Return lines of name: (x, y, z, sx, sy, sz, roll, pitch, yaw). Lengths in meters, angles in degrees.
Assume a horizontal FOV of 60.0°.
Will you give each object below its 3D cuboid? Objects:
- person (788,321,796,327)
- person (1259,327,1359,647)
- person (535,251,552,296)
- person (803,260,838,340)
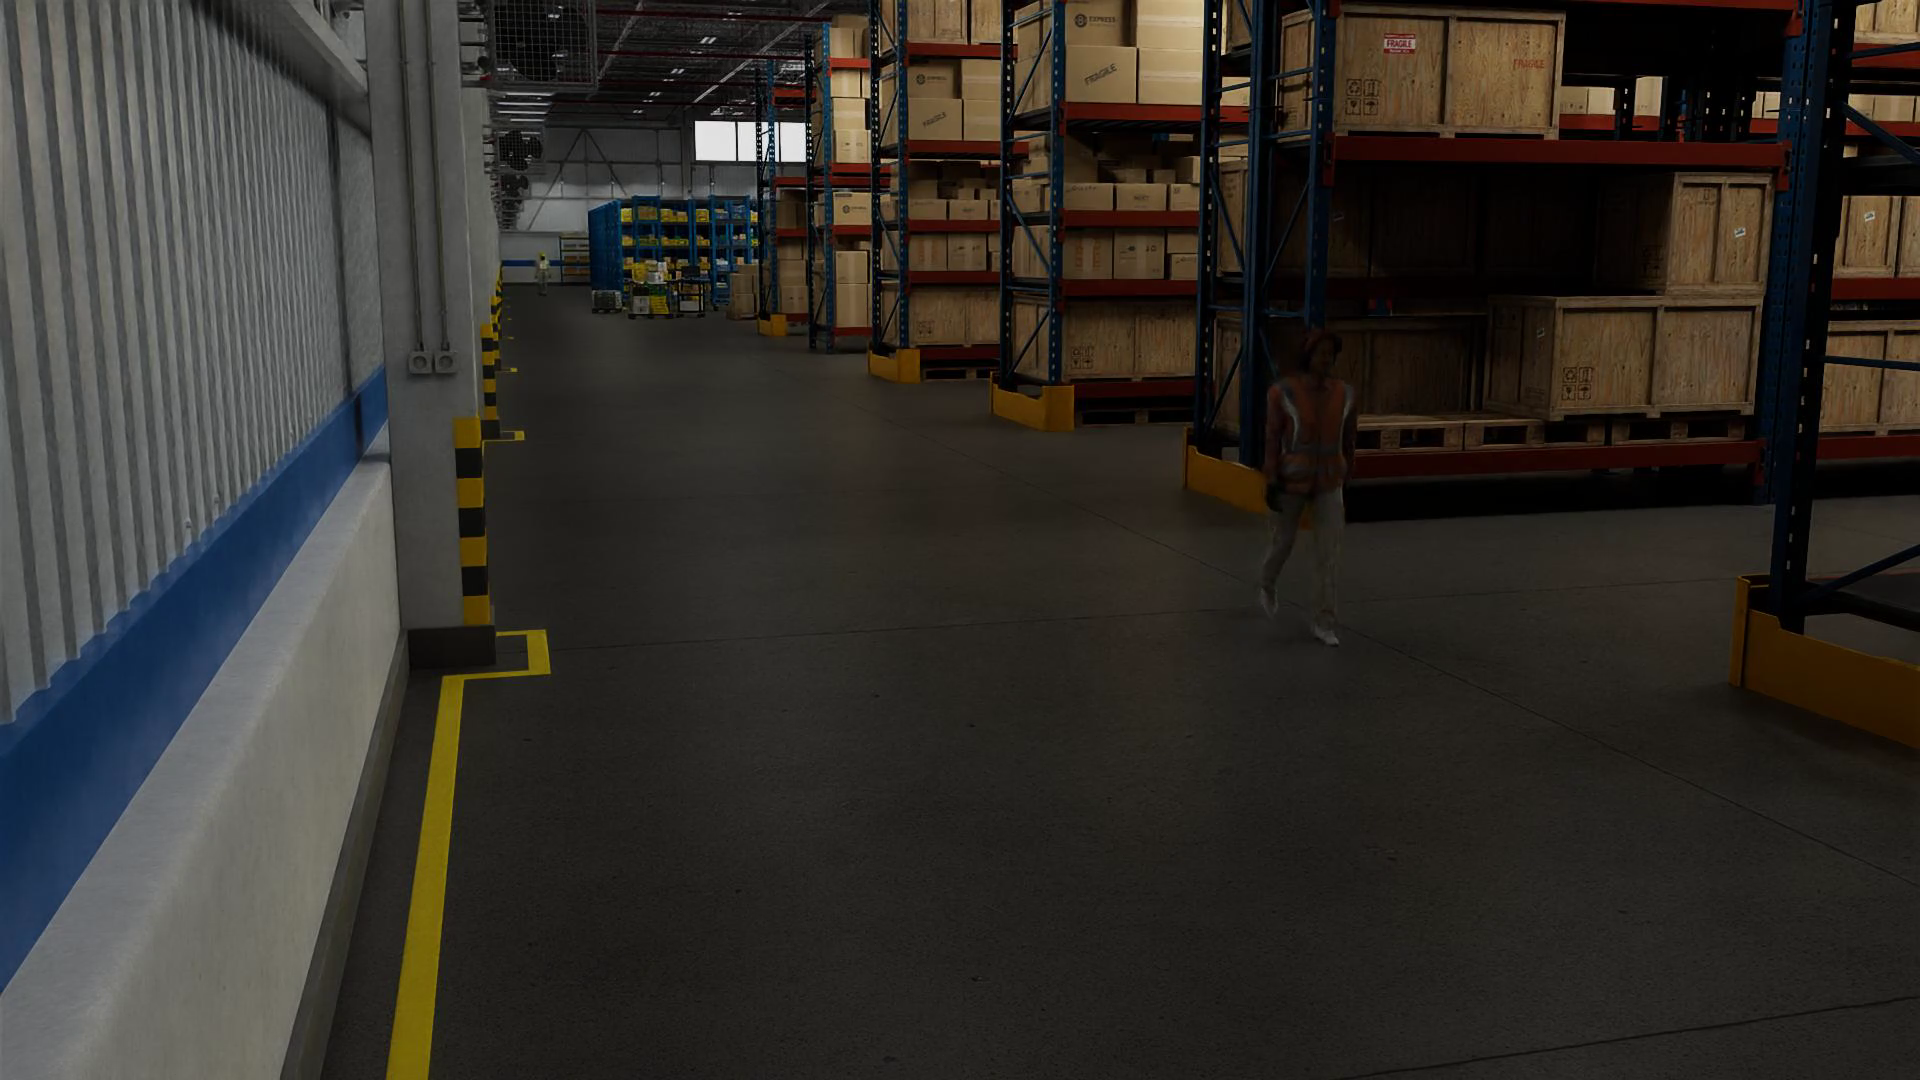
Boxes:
person: (-4.231, -6.351, 42.161, 0.642, 1.892, 0.542, 5, 11, 28)
person: (1.794, -0.303, 8.653, 0.512, 1.617, 0.695, -1, 10, -5)
person: (-16.865, -10.781, 67.435, 0.624, 1.807, 0.718, -5, 11, -25)
person: (-3.018, -5.204, 36.131, 0.829, 1.706, 0.507, 4, 11, 19)
